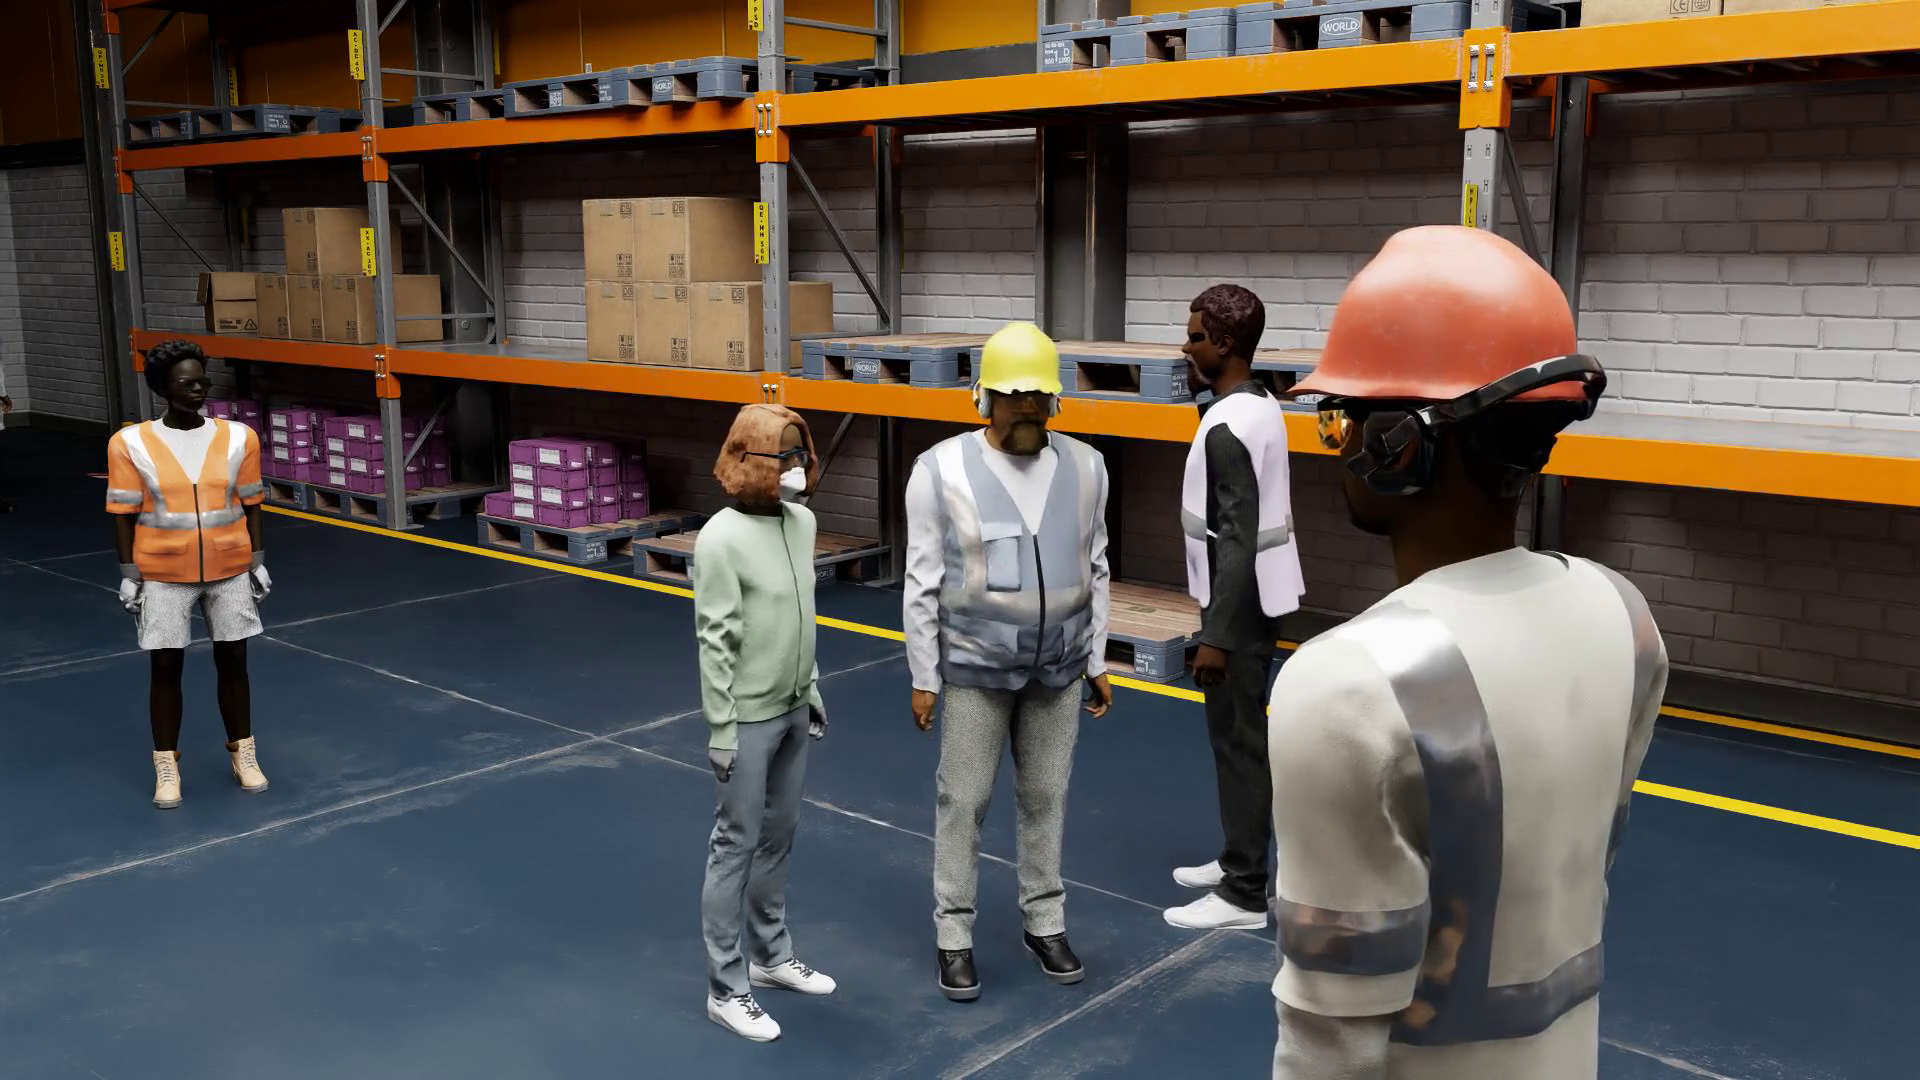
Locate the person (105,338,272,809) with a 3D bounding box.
[{"bbox_3d":[-2.794,0.117,6.081,0.530,1.700,0.316,-7,12,-34],"label":"person"}]

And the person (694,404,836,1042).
[{"bbox_3d":[-0.505,0.457,4.335,0.265,1.631,0.507,5,11,25],"label":"person"}]

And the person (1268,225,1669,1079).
[{"bbox_3d":[0.511,0.682,1.892,0.608,2.044,0.371,-9,14,-43],"label":"person"}]

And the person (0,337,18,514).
[{"bbox_3d":[-7.404,-1.127,12.498,0.370,1.933,0.553,5,11,26],"label":"person"}]

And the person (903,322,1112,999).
[{"bbox_3d":[0.145,0.329,4.510,0.600,1.827,0.404,-3,11,-19],"label":"person"}]

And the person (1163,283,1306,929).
[{"bbox_3d":[0.821,0.210,4.946,0.395,1.916,0.590,3,10,15],"label":"person"}]
